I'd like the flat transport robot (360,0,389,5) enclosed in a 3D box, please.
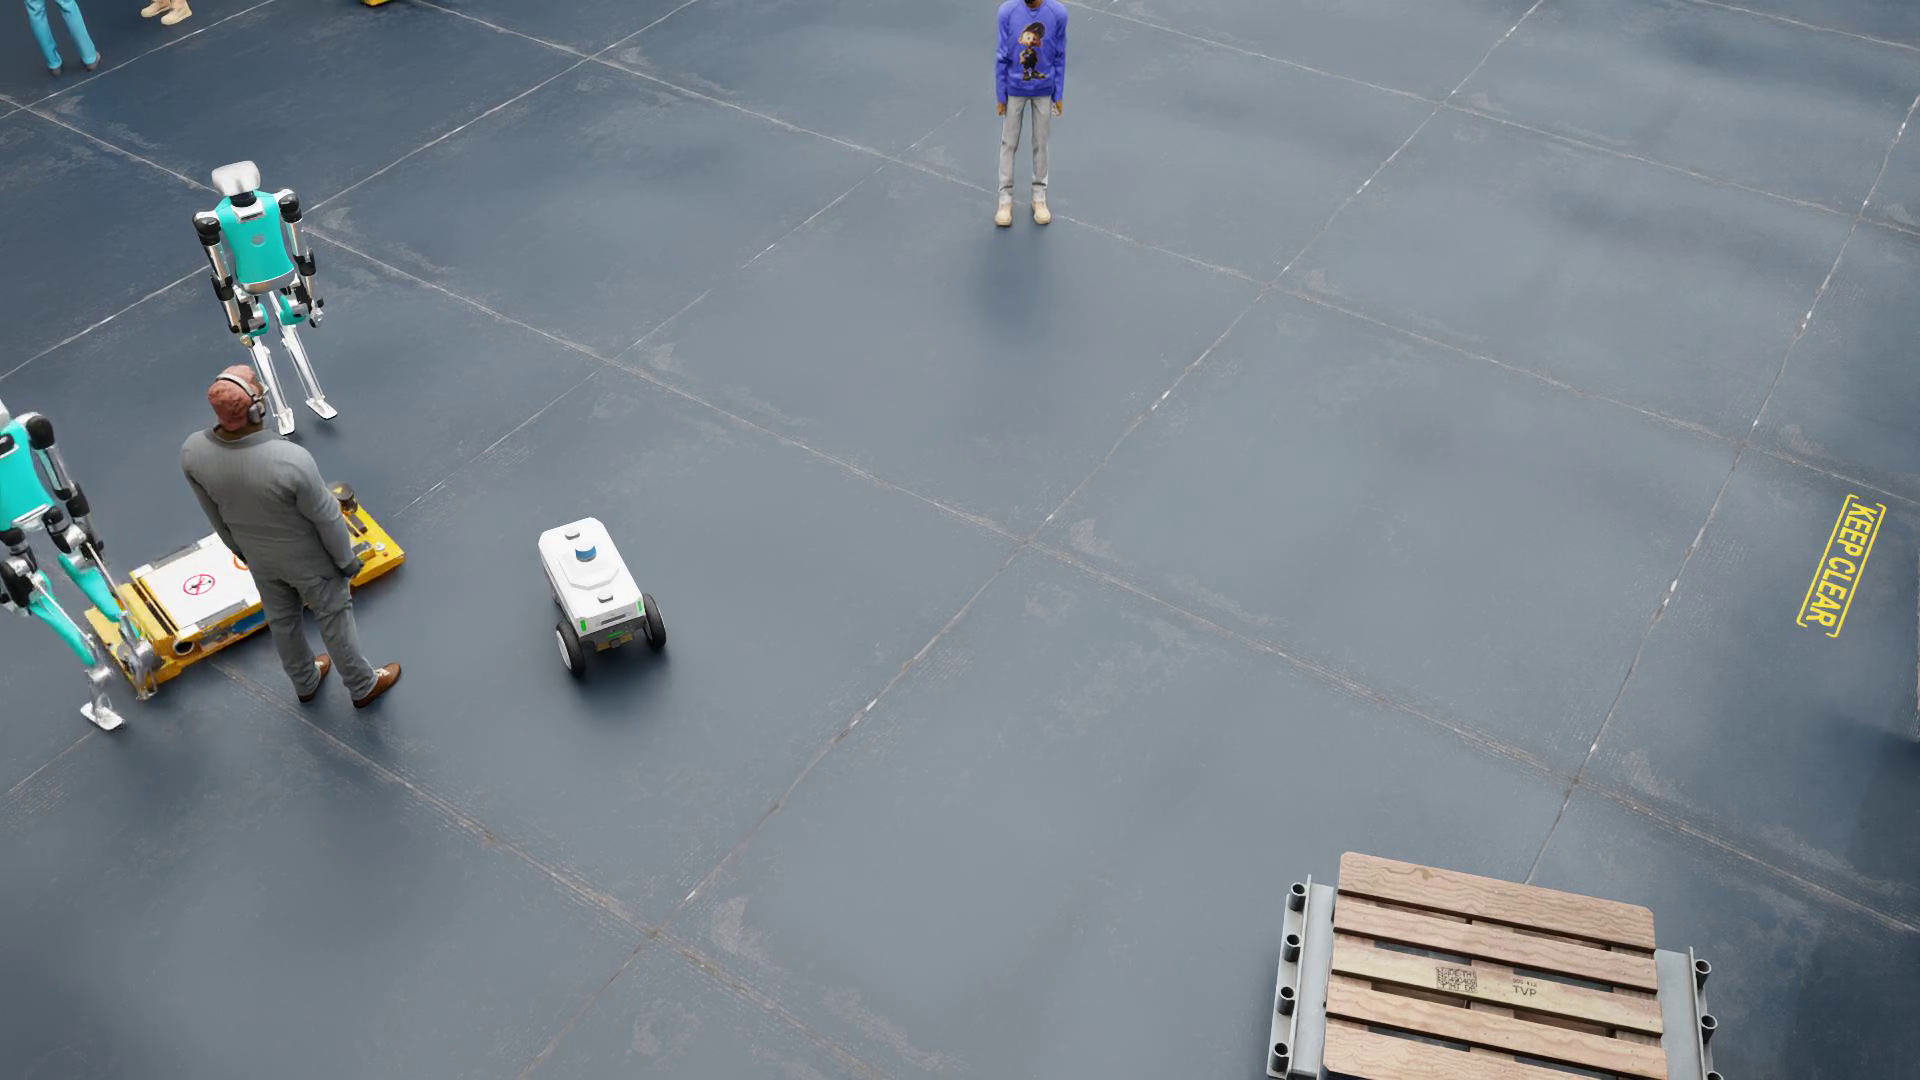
[{"bbox_3d":[-4.728,-5.015,14.392,0.659,0.231,1.431,27,48,27],"label":"flat transport robot"}]

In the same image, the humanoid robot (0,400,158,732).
[{"bbox_3d":[-3.993,0.188,7.470,0.738,1.775,0.545,27,49,27],"label":"humanoid robot"}]

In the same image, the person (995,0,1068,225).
[{"bbox_3d":[0.459,-2.927,10.858,0.460,1.867,0.368,-2,42,-2],"label":"person"}]

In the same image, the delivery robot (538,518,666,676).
[{"bbox_3d":[-1.828,0.239,8.287,0.499,0.581,0.774,-19,45,-20],"label":"delivery robot"}]

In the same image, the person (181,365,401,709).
[{"bbox_3d":[-3.027,0.016,7.534,0.640,1.908,0.412,8,42,8],"label":"person"}]

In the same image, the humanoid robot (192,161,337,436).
[{"bbox_3d":[-3.822,-1.384,9.126,0.533,1.677,0.735,-24,47,-25],"label":"humanoid robot"}]

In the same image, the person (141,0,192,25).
[{"bbox_3d":[-6.592,-5.011,13.286,0.478,1.739,0.312,23,47,24],"label":"person"}]

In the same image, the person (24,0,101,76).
[{"bbox_3d":[-6.997,-4.405,12.537,0.557,1.837,0.392,-9,43,-10],"label":"person"}]

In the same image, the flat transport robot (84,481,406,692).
[{"bbox_3d":[-3.667,0.208,8.546,1.431,0.231,0.659,-31,50,-30],"label":"flat transport robot"}]
